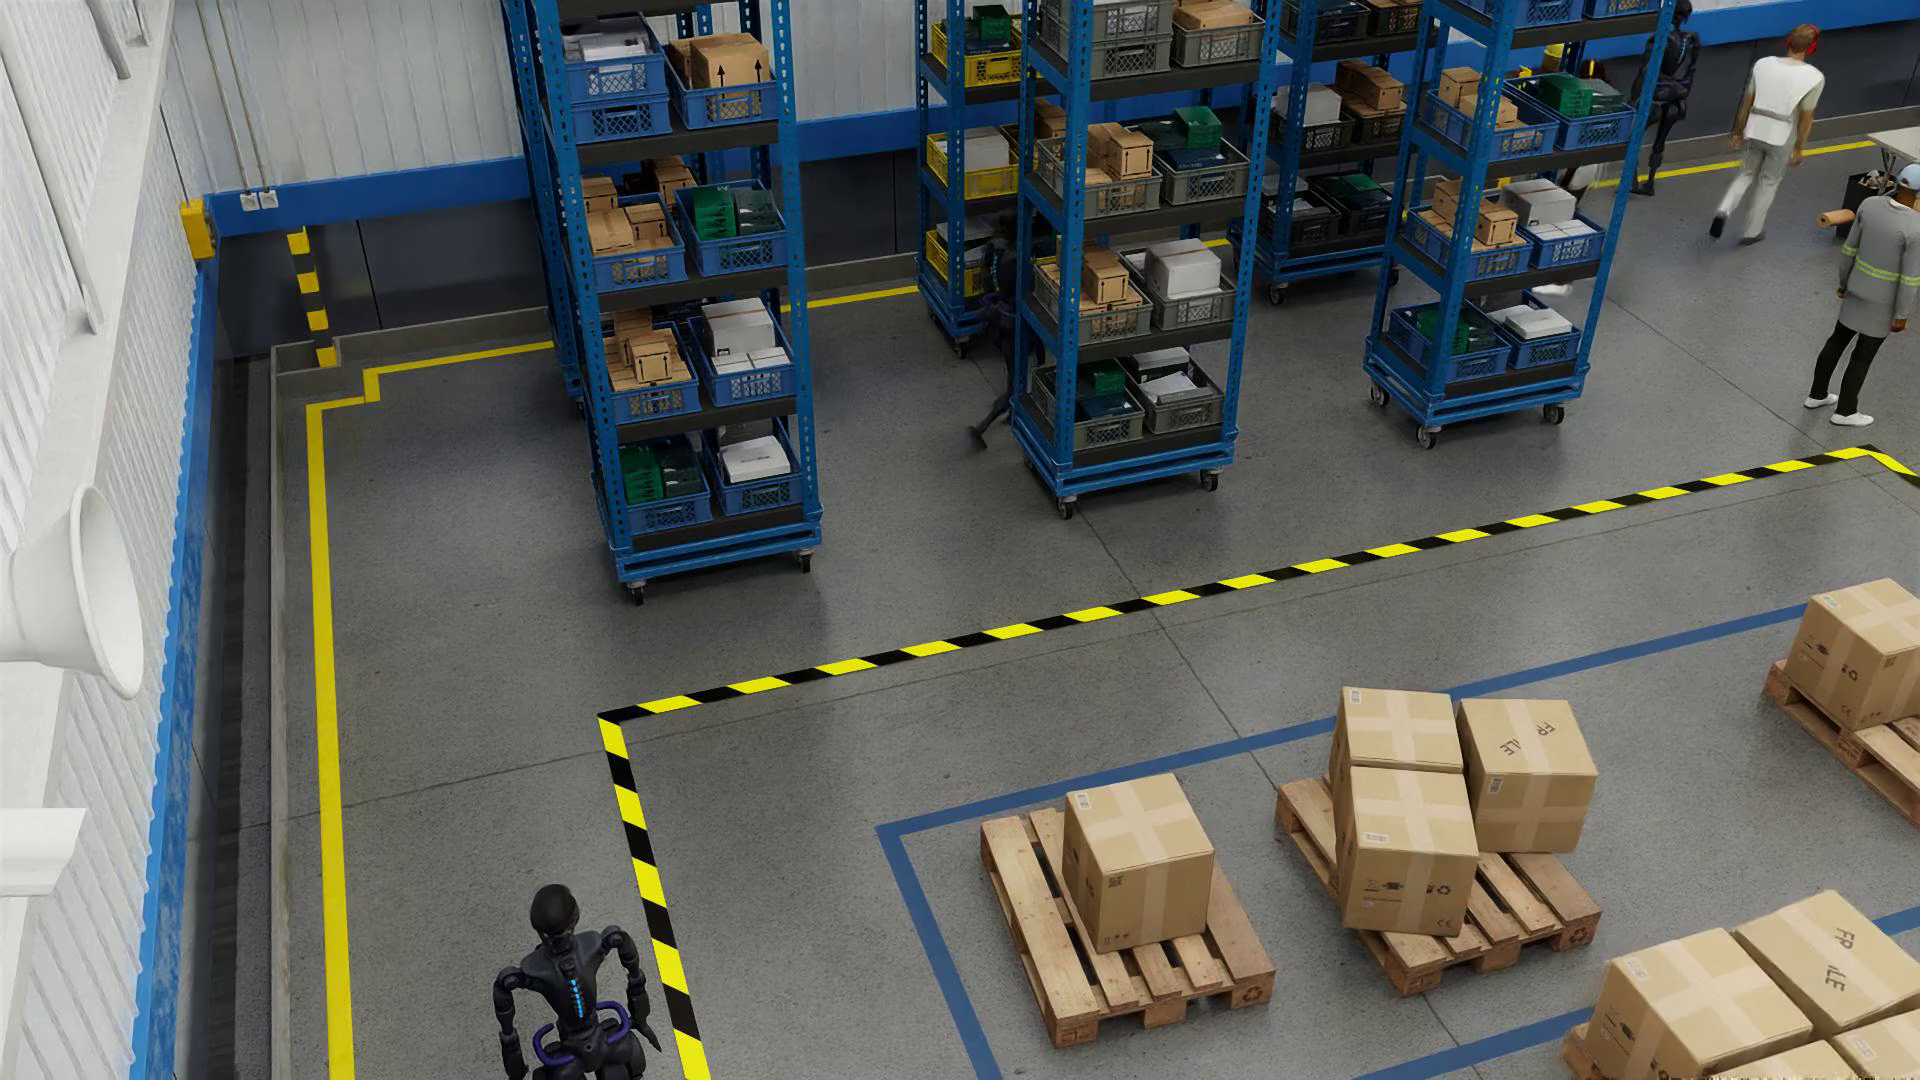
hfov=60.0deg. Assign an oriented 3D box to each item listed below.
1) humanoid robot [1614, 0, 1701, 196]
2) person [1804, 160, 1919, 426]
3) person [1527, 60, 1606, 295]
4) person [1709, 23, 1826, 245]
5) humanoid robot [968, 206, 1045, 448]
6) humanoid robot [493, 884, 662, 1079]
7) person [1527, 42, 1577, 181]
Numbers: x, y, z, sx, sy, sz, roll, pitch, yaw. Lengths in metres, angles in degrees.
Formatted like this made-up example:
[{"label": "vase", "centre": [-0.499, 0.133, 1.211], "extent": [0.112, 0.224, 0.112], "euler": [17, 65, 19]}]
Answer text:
[{"label": "humanoid robot", "centre": [5.958, -3.743, 14.138], "extent": [0.592, 1.641, 0.379], "euler": [-10, 36, -14]}, {"label": "person", "centre": [6.059, -1.626, 10.987], "extent": [0.383, 1.851, 0.596], "euler": [-11, 37, -15]}, {"label": "person", "centre": [4.556, -2.701, 12.512], "extent": [0.441, 1.847, 0.546], "euler": [11, 37, 16]}, {"label": "person", "centre": [6.422, -3.178, 13.210], "extent": [0.558, 1.821, 0.556], "euler": [-25, 42, -31]}, {"label": "humanoid robot", "centre": [0.267, -1.404, 10.845], "extent": [0.654, 1.638, 0.601], "euler": [-24, 42, -30]}, {"label": "humanoid robot", "centre": [-1.397, 1.898, 6.132], "extent": [0.599, 1.653, 0.315], "euler": [-18, 39, -24]}, {"label": "person", "centre": [4.646, -3.153, 13.248], "extent": [0.320, 1.739, 0.488], "euler": [27, 43, 33]}]
